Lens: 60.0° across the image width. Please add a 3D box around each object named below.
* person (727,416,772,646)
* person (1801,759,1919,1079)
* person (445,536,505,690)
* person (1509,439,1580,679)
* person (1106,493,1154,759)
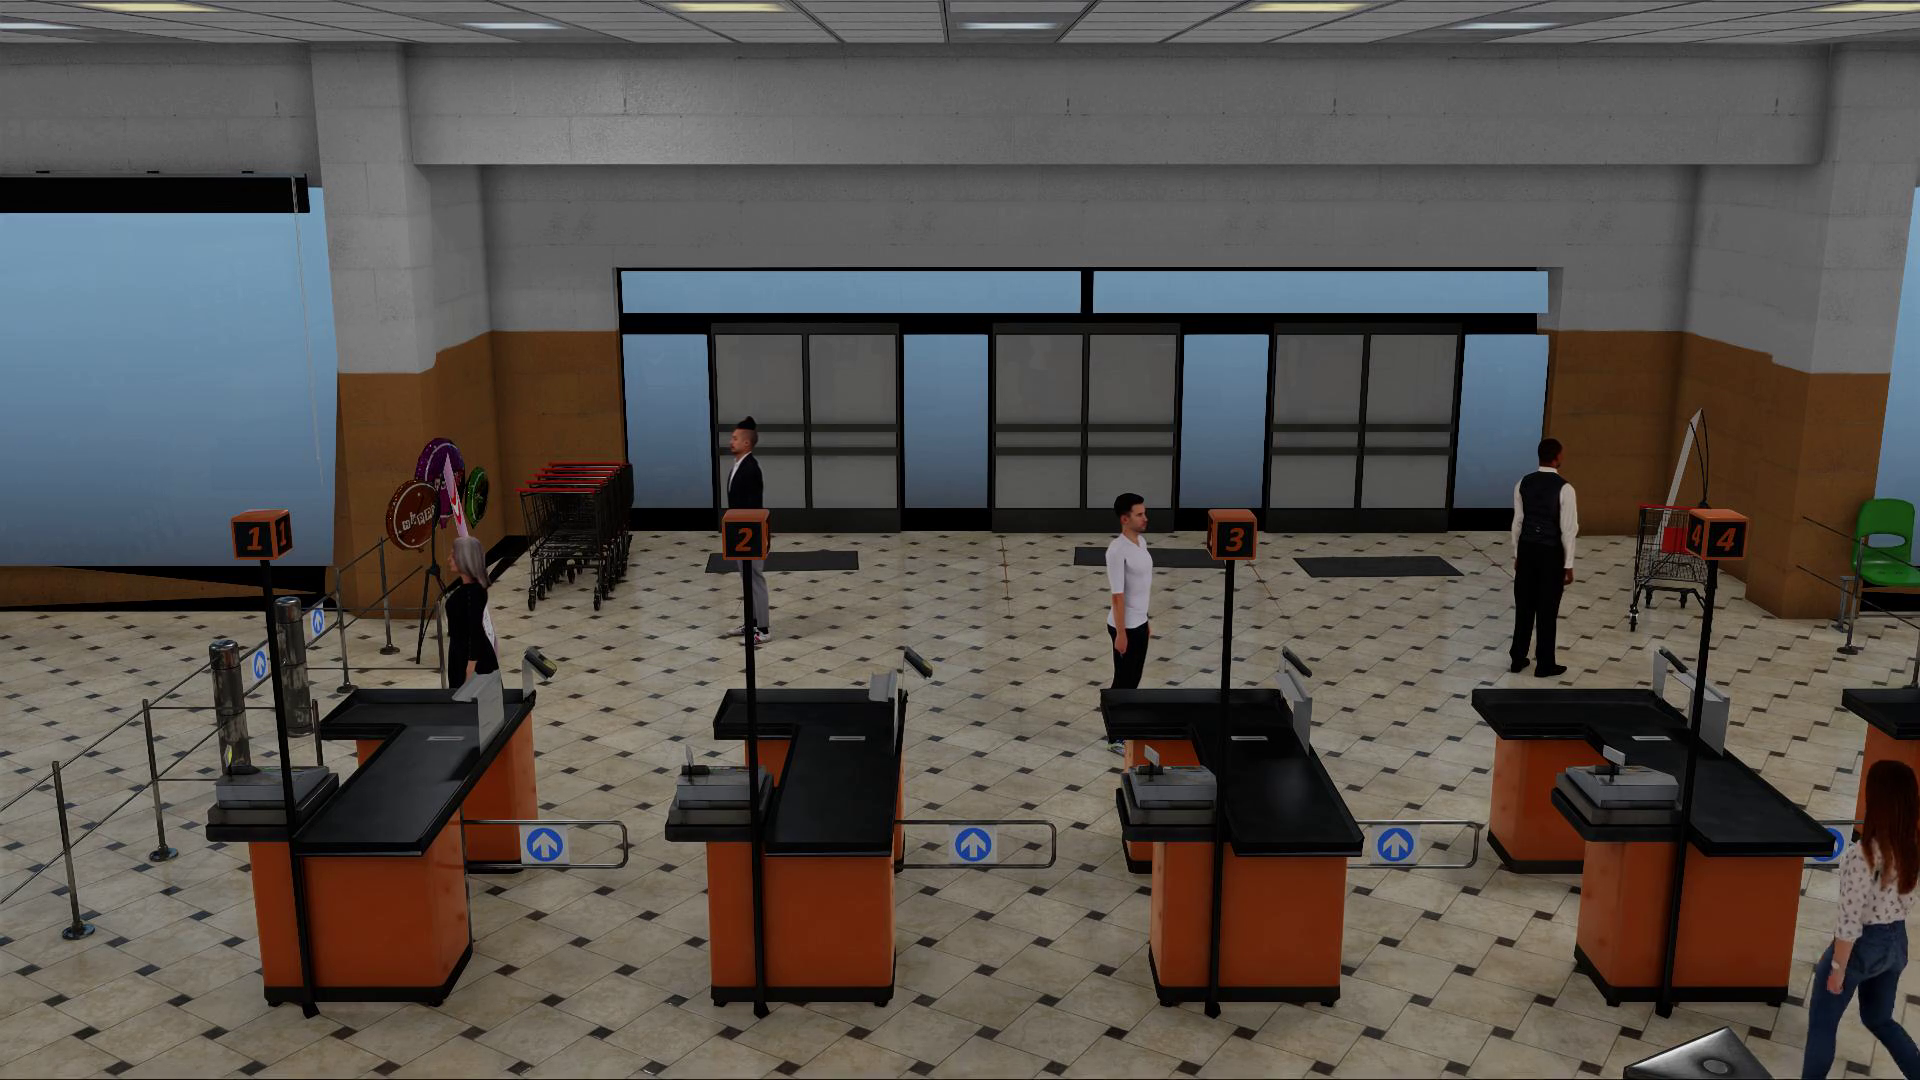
[{"bbox_3d":[-1.795,-0.087,14.168,0.839,1.949,0.675,-5,15,-21],"label":"person"},{"bbox_3d":[3.906,1.767,7.020,0.842,1.714,1.057,-6,15,-23],"label":"person"},{"bbox_3d":[-3.181,0.820,10.855,0.738,1.747,0.625,-6,15,-22],"label":"person"},{"bbox_3d":[4.655,0.134,13.318,0.827,1.919,0.762,-13,19,-42],"label":"person"},{"bbox_3d":[1.180,0.575,11.642,0.816,1.852,0.675,7,15,26],"label":"person"}]
